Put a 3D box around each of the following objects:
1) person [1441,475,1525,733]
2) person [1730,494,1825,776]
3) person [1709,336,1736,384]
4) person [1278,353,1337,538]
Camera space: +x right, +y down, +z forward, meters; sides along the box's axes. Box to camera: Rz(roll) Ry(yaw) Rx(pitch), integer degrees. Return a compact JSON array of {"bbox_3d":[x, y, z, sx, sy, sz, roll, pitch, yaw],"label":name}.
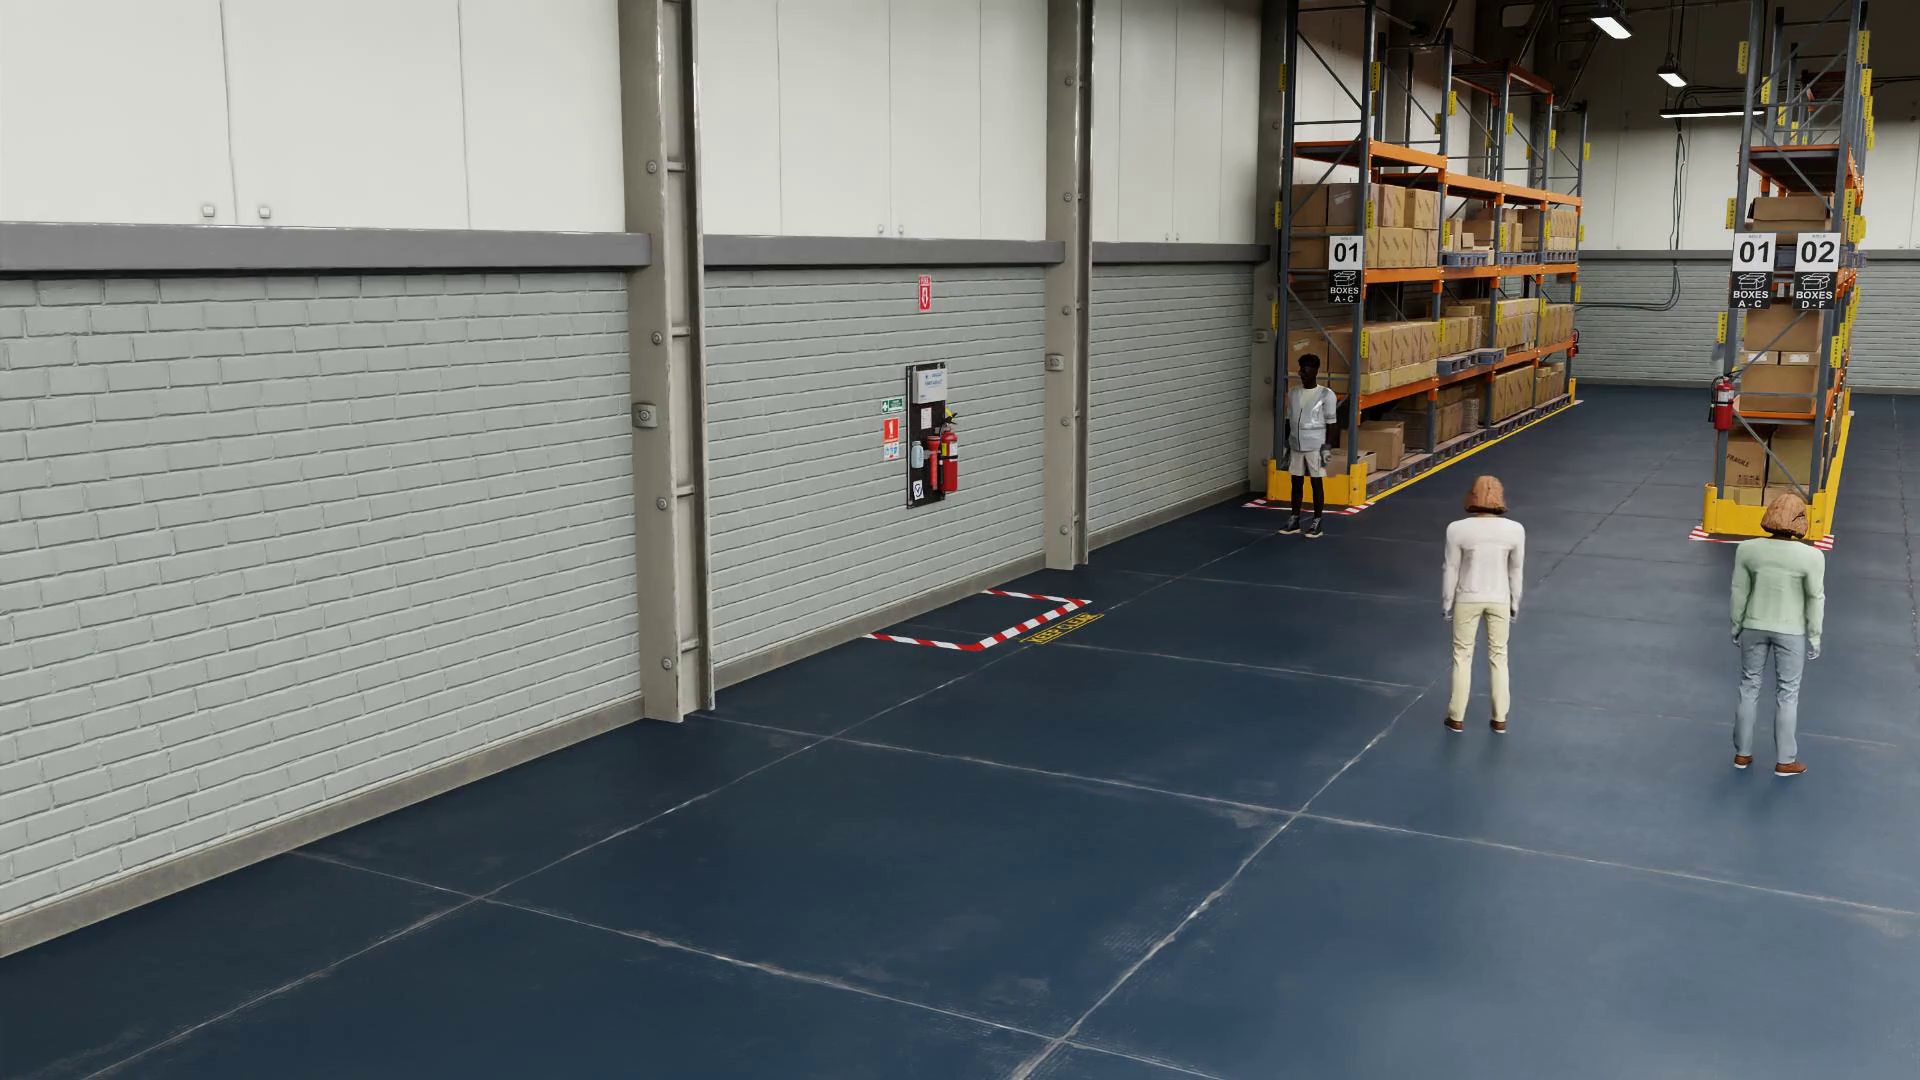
[{"bbox_3d":[3.286,0.406,10.493,0.499,1.626,0.300,1,10,4],"label":"person"},{"bbox_3d":[4.725,0.544,9.644,0.269,1.632,0.504,-9,13,-44],"label":"person"},{"bbox_3d":[16.092,-3.811,35.163,0.532,1.612,0.522,-3,10,-18],"label":"person"},{"bbox_3d":[3.711,-1.010,17.770,0.602,1.967,0.366,9,13,44],"label":"person"}]
